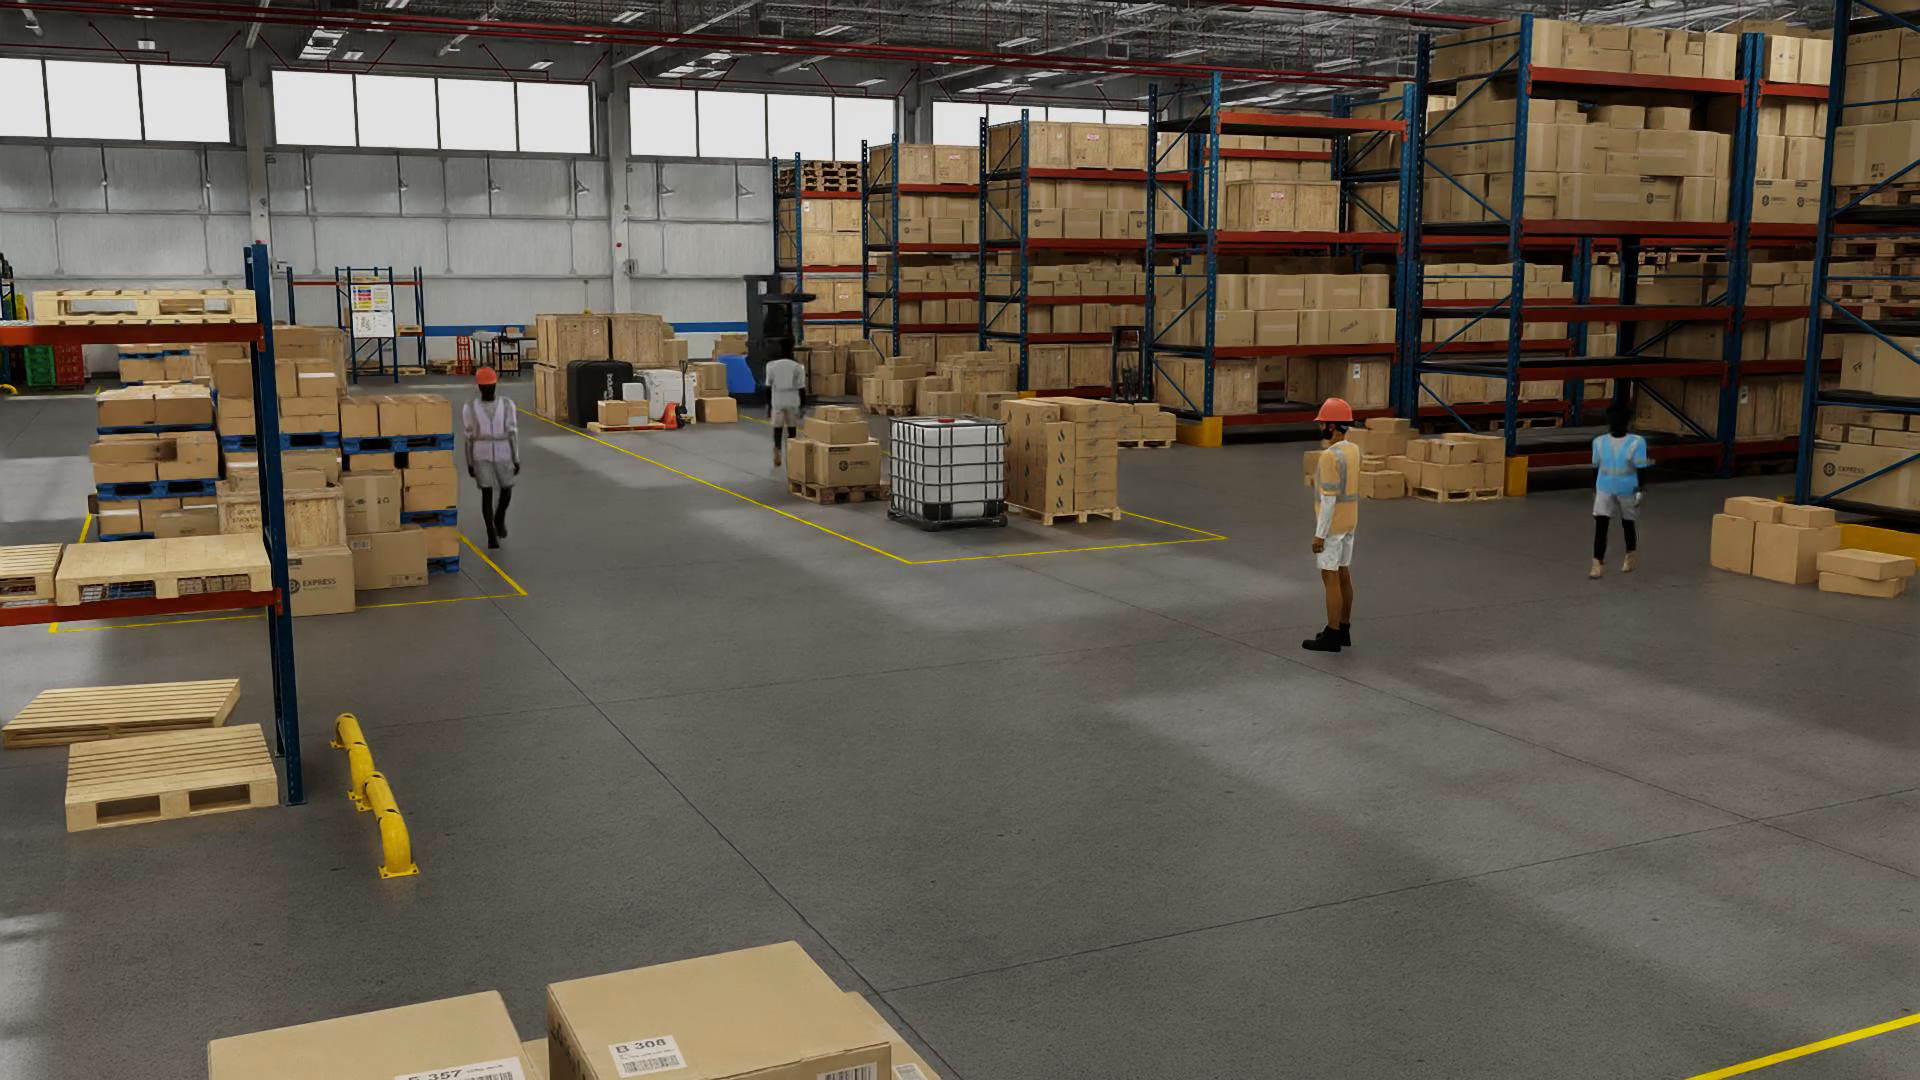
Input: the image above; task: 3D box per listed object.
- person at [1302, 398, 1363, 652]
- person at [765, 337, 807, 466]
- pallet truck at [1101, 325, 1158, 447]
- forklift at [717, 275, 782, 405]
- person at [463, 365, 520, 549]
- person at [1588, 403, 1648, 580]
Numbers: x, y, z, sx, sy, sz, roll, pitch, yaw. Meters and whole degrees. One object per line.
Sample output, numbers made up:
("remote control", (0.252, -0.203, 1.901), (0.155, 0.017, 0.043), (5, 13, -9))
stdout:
("person", (2.845, -0.114, 12.709), (0.355, 1.939, 0.544), (6, 11, 34))
("person", (-2.548, -2.001, 24.375), (0.622, 1.946, 0.473), (0, 9, 2))
("pallet truck", (2.881, -2.596, 27.923), (0.823, 1.965, 1.885), (-1, 9, -7))
("forklift", (-4.217, -4.290, 35.700), (1.873, 2.768, 1.129), (5, 10, 29))
("person", (-4.925, -0.877, 17.480), (0.560, 1.923, 0.506), (-4, 10, -21))
("person", (6.269, -0.477, 15.824), (0.535, 1.662, 0.840), (7, 11, 36))
